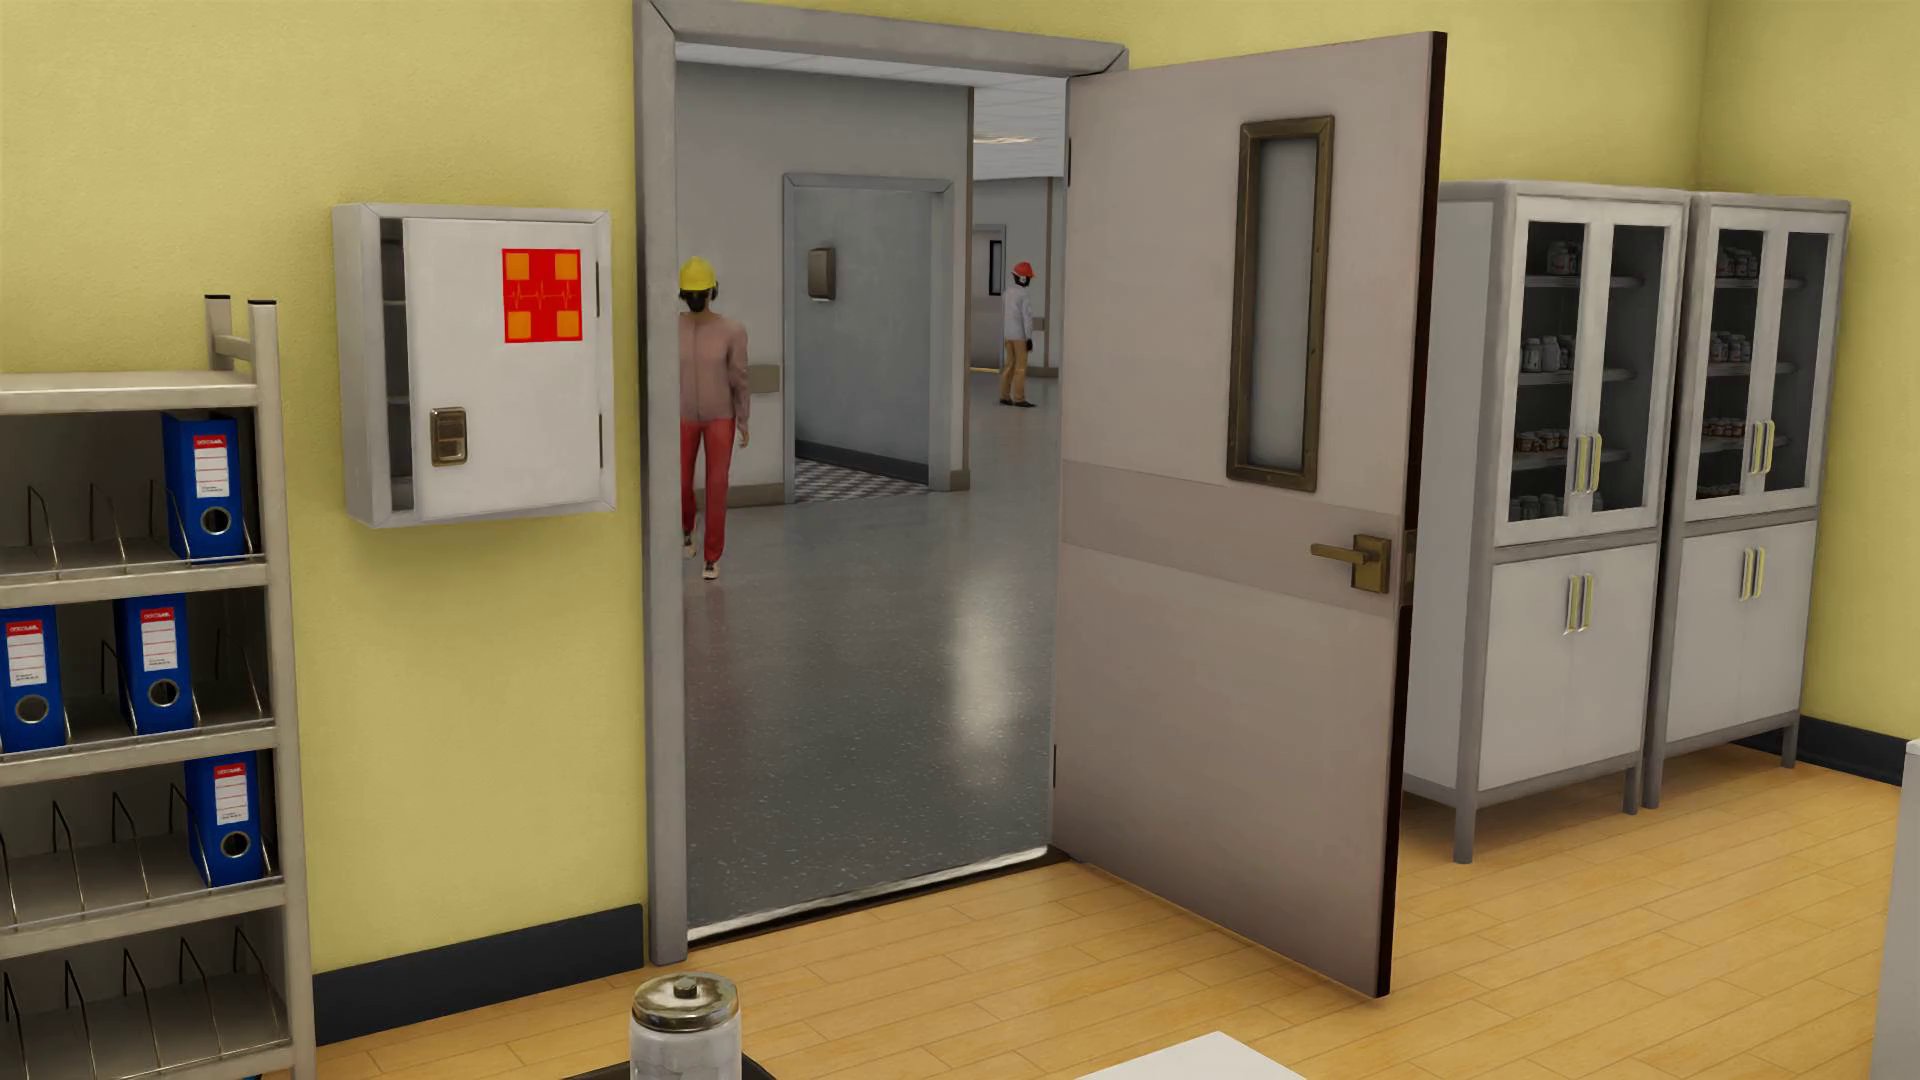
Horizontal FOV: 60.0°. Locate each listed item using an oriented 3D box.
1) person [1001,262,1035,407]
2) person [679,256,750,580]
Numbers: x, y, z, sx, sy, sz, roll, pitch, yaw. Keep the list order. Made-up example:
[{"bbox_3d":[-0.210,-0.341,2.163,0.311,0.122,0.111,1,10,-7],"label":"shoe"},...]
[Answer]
[{"bbox_3d":[0.721,-2.473,20.066,0.344,1.750,0.573,-4,11,-28],"label":"person"},{"bbox_3d":[-1.408,-0.661,9.042,0.537,1.745,0.506,0,10,-5],"label":"person"}]
